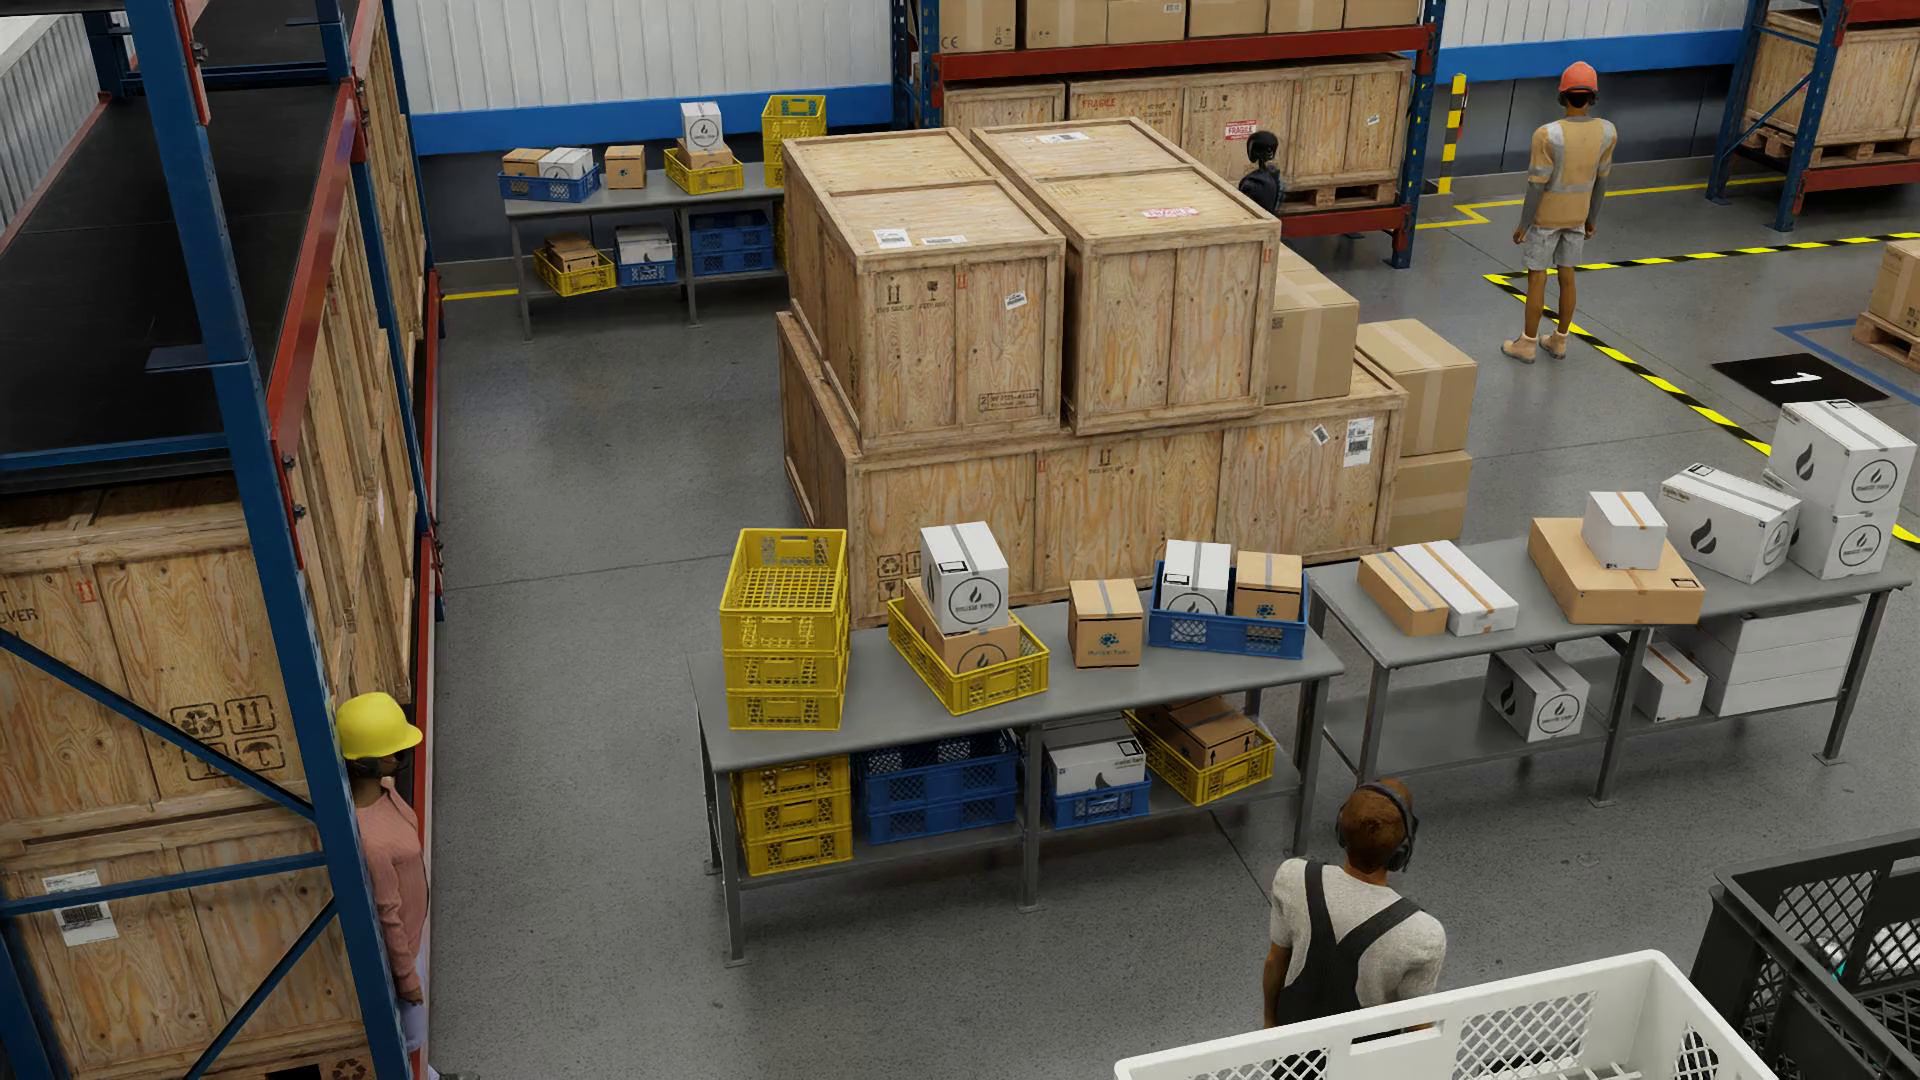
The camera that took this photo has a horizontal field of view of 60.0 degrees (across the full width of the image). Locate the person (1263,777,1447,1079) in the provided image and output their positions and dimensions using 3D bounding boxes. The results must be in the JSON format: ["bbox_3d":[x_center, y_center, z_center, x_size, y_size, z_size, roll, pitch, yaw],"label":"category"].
[{"bbox_3d":[1.099,1.473,4.825,0.502,1.838,0.341,19,34,30],"label":"person"}]

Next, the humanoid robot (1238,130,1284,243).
[{"bbox_3d":[2.060,-1.933,11.180,0.633,1.631,0.598,16,33,27],"label":"humanoid robot"}]

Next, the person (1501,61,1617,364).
[{"bbox_3d":[4.042,-2.198,11.271,0.613,2.039,0.381,-8,30,-13],"label":"person"}]

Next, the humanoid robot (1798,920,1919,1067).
[{"bbox_3d":[2.065,1.816,4.353,1.030,1.771,0.534,-15,32,-26],"label":"humanoid robot"}]

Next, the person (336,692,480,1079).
[{"bbox_3d":[-1.781,1.245,5.313,0.337,1.761,0.522,-9,30,-16],"label":"person"}]
